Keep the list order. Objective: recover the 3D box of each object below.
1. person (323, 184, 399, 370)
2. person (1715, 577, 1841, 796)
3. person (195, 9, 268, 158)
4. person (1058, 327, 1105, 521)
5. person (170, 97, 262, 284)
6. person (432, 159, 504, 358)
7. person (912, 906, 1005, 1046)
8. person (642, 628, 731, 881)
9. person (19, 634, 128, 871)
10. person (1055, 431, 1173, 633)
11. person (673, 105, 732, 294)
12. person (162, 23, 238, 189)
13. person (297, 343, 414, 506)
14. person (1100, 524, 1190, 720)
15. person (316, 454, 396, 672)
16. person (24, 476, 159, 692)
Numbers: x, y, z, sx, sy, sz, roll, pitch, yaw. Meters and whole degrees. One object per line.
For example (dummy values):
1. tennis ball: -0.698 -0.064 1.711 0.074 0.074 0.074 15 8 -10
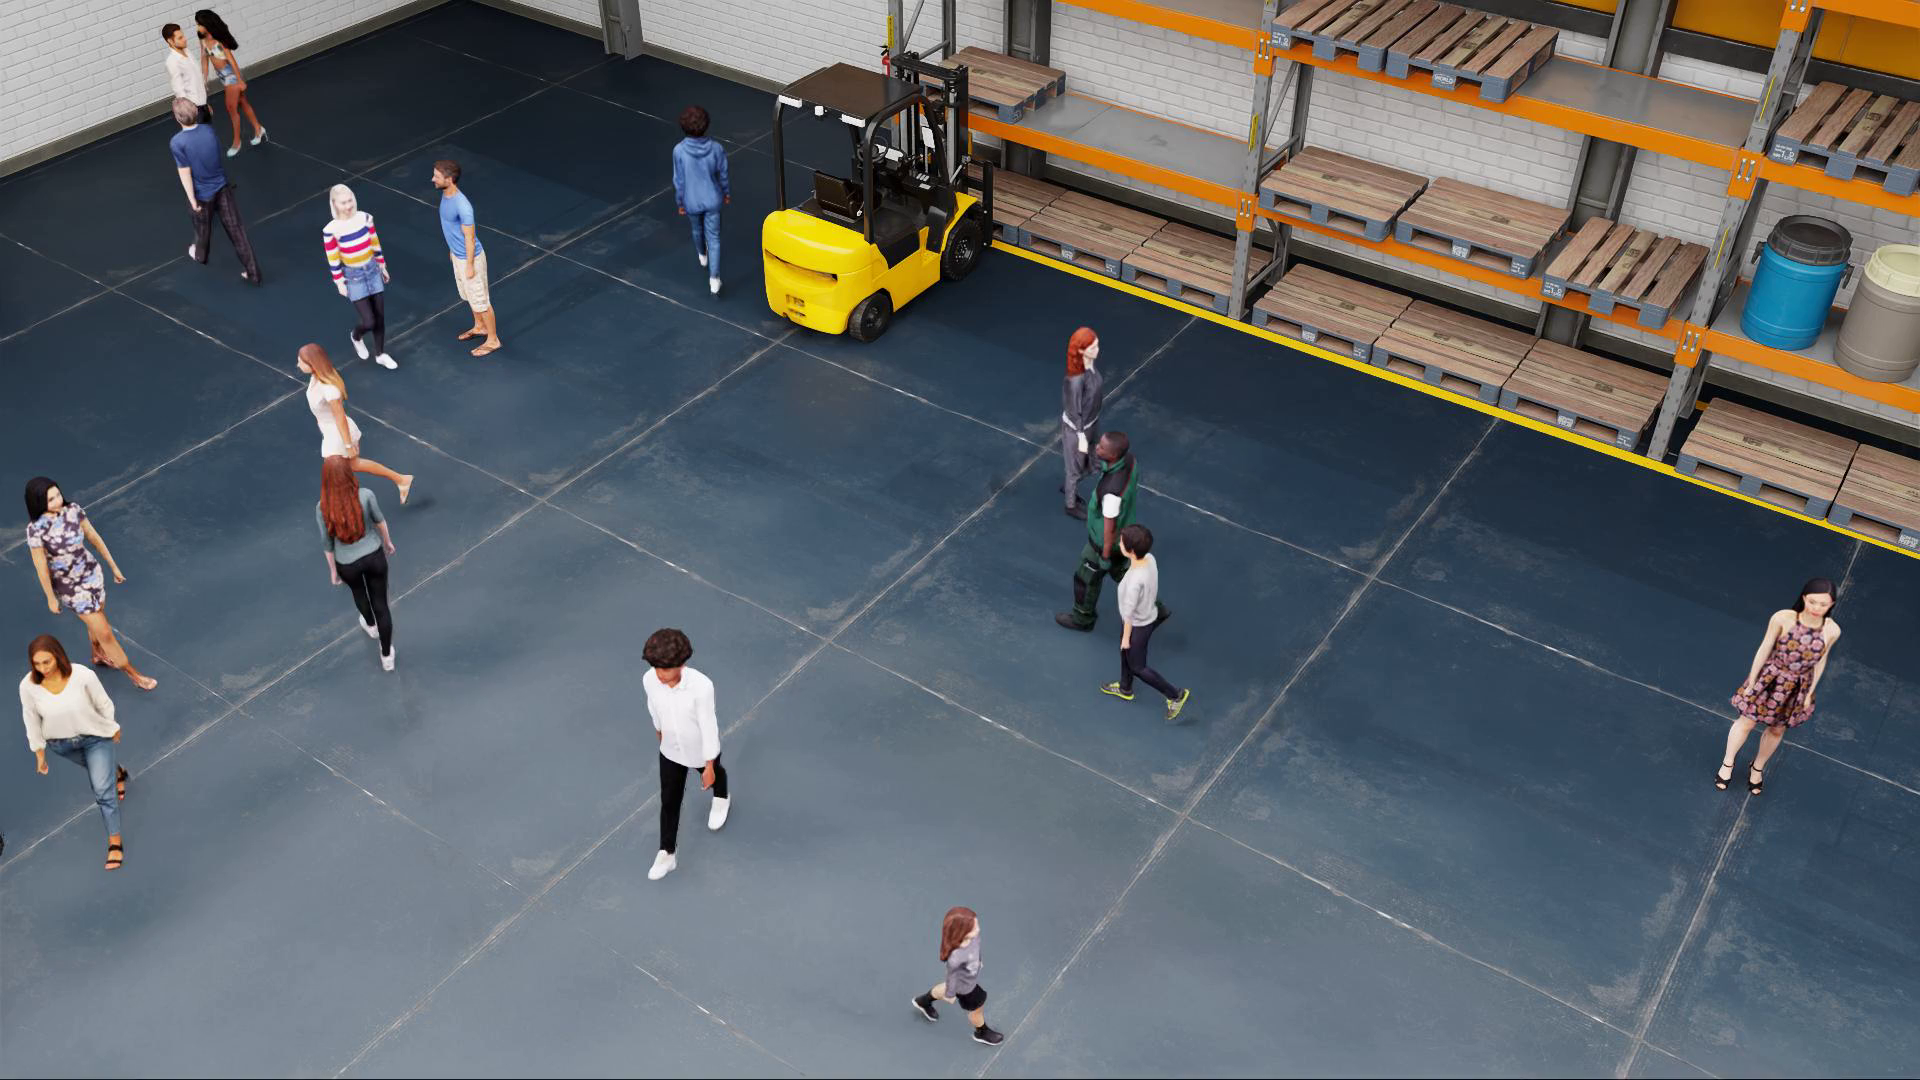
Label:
1. person: -5.356 -2.351 14.768 0.724 1.797 0.663 27 46 30
2. person: 5.250 0.948 10.655 0.721 1.775 0.818 10 40 12
3. person: -7.997 -5.101 18.373 0.739 1.595 0.637 22 44 25
4. person: 0.867 -0.897 12.974 0.631 1.764 0.630 16 41 19
5. person: -7.109 -3.291 15.930 1.206 1.816 0.748 28 46 30
6. person: -4.450 -2.574 14.995 0.787 1.863 0.639 -23 44 -26
7. person: -0.031 2.418 9.364 0.842 1.088 0.620 10 40 13
8. person: -1.640 1.209 10.342 1.134 1.757 0.958 9 40 12
9. person: -5.514 1.191 10.461 1.079 1.637 1.143 -7 39 -9
10. person: 1.139 -0.011 11.820 1.163 1.819 0.868 12 40 15
11. person: -2.449 -3.213 15.868 1.200 1.771 1.195 -2 39 -3
12. person: -8.000 -4.486 17.383 0.754 1.870 0.736 -1 39 -2
13. person: -4.754 -0.833 12.966 0.966 1.673 1.036 -16 41 -19
14. person: 1.287 0.570 11.328 0.934 1.525 0.714 11 40 14
15. person: -4.167 0.208 11.624 0.861 1.721 0.989 -17 42 -20
16. person: -6.163 0.273 11.553 1.024 1.709 0.766 15 41 17
